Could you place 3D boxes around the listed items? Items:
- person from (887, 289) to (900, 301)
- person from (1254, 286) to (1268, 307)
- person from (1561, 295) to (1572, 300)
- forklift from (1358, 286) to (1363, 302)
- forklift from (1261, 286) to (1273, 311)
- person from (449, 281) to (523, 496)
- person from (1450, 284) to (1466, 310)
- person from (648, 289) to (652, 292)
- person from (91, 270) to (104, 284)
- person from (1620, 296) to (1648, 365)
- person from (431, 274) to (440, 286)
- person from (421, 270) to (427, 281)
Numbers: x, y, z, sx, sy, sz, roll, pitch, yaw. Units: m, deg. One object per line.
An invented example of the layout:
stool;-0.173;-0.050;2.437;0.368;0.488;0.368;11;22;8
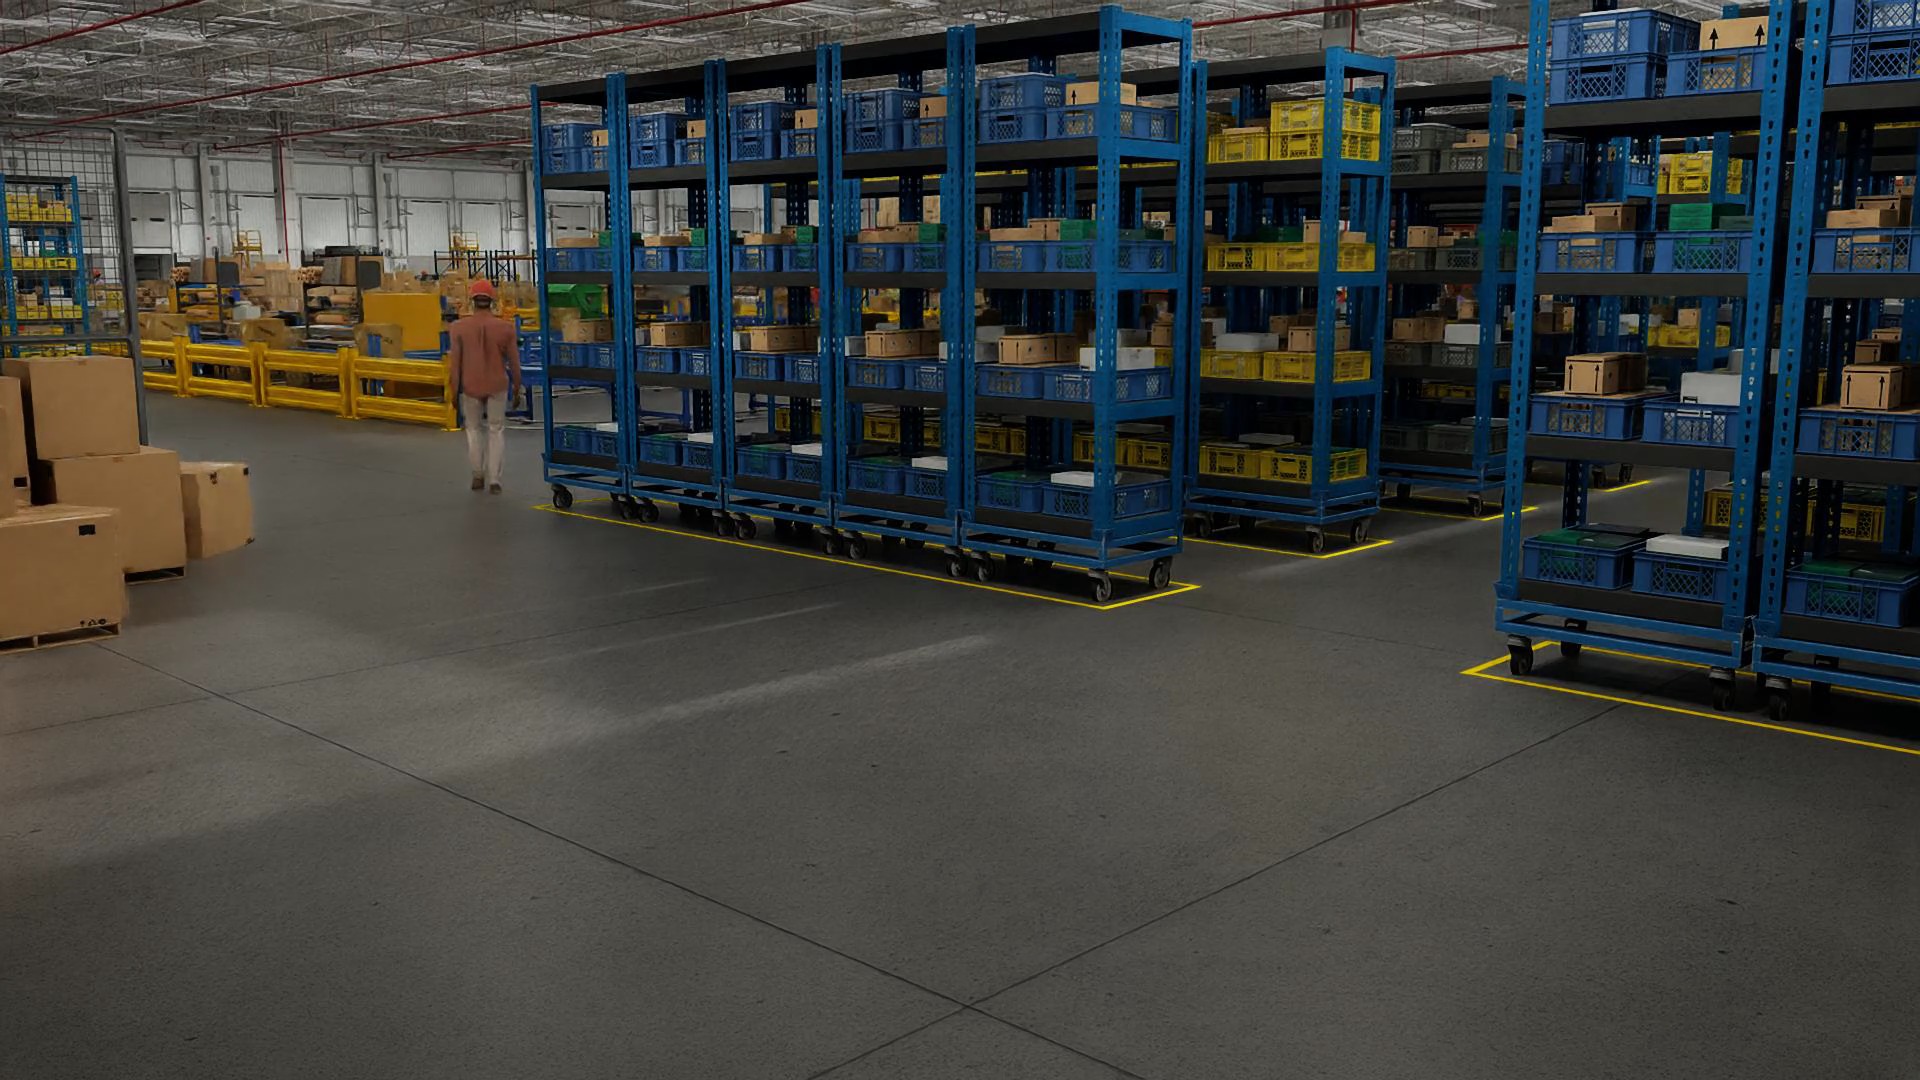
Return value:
person;-2.423;-8.831;61.729;0.537;1.686;0.363;-1;9;-4
person;7.162;-5.384;39.968;0.602;1.891;0.959;4;10;25
person;12.539;-4.433;34.331;0.599;1.830;0.404;-7;12;-37
forklift;11.100;-7.017;46.970;1.873;2.768;1.129;9;13;43
forklift;9.161;-7.909;52.435;1.129;2.768;1.873;-1;9;-5
person;-4.399;-1.416;15.464;0.649;1.946;0.977;-2;10;-15
person;9.212;-3.866;30.804;0.396;1.847;0.564;4;10;24
person;-17.357;-14.095;93.249;0.355;1.936;0.635;-5;10;-28
person;-31.616;-8.892;61.020;0.615;2.042;0.376;7;11;36
person;7.760;-1.957;19.192;0.586;1.815;0.610;9;13;43
person;-25.668;-12.127;81.519;0.441;1.828;0.630;5;10;26
person;-28.291;-13.247;87.864;0.369;1.996;0.622;-1;9;-5
